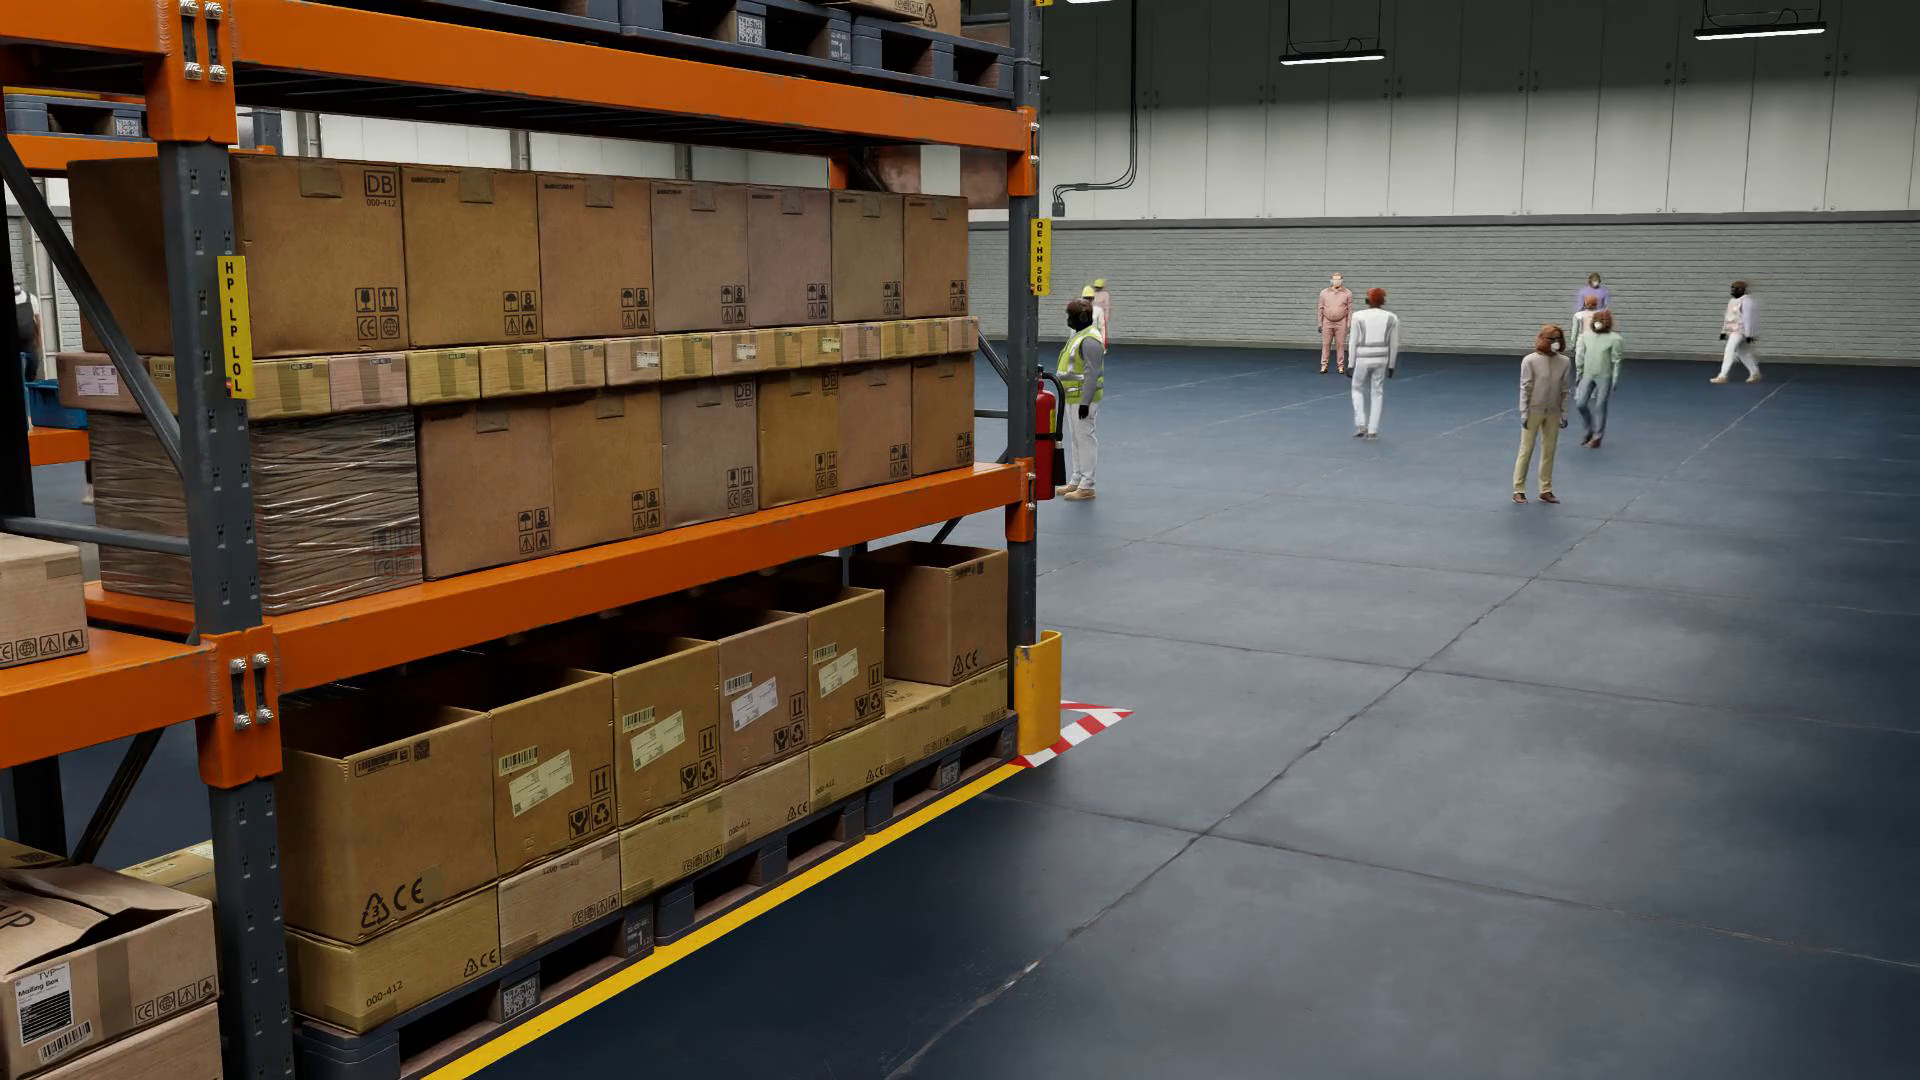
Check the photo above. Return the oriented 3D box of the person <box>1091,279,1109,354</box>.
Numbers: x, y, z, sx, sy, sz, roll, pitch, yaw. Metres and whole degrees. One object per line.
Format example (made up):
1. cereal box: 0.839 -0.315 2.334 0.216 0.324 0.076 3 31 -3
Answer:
1. person: 3.104 -5.010 37.444 0.562 1.713 0.933 4 10 21

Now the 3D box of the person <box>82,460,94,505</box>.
1. person: -7.821 -1.187 15.231 0.542 1.659 0.869 -1 10 -7

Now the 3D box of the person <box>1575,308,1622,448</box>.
1. person: 7.374 -1.867 19.268 0.521 1.619 0.356 8 13 41

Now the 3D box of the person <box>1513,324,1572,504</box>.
1. person: 5.249 -1.123 14.958 0.498 1.626 0.305 -2 10 -11

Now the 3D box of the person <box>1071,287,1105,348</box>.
1. person: 2.054 -3.172 26.615 0.547 1.717 0.877 0 10 1

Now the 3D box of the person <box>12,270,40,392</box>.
1. person: -14.669 -3.203 25.892 0.686 2.000 0.566 -8 13 -40

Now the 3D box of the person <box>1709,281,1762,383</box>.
1. person: 13.751 -3.657 29.269 0.931 1.807 0.621 1 10 4

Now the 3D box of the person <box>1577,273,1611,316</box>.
1. person: 12.885 -4.493 33.877 0.629 1.901 1.004 -1 10 -3

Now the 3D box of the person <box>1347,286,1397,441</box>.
1. person: 4.981 -2.139 20.174 0.606 1.864 0.570 0 10 0

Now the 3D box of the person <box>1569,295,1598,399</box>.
1. person: 9.761 -2.973 25.863 0.531 1.638 0.575 2 10 9

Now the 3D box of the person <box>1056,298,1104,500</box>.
1. person: 1.099 -1.293 15.295 0.429 1.843 0.627 -1 10 -9

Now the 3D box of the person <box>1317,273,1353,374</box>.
1. person: 7.102 -4.103 31.537 0.651 1.913 0.410 3 10 15
